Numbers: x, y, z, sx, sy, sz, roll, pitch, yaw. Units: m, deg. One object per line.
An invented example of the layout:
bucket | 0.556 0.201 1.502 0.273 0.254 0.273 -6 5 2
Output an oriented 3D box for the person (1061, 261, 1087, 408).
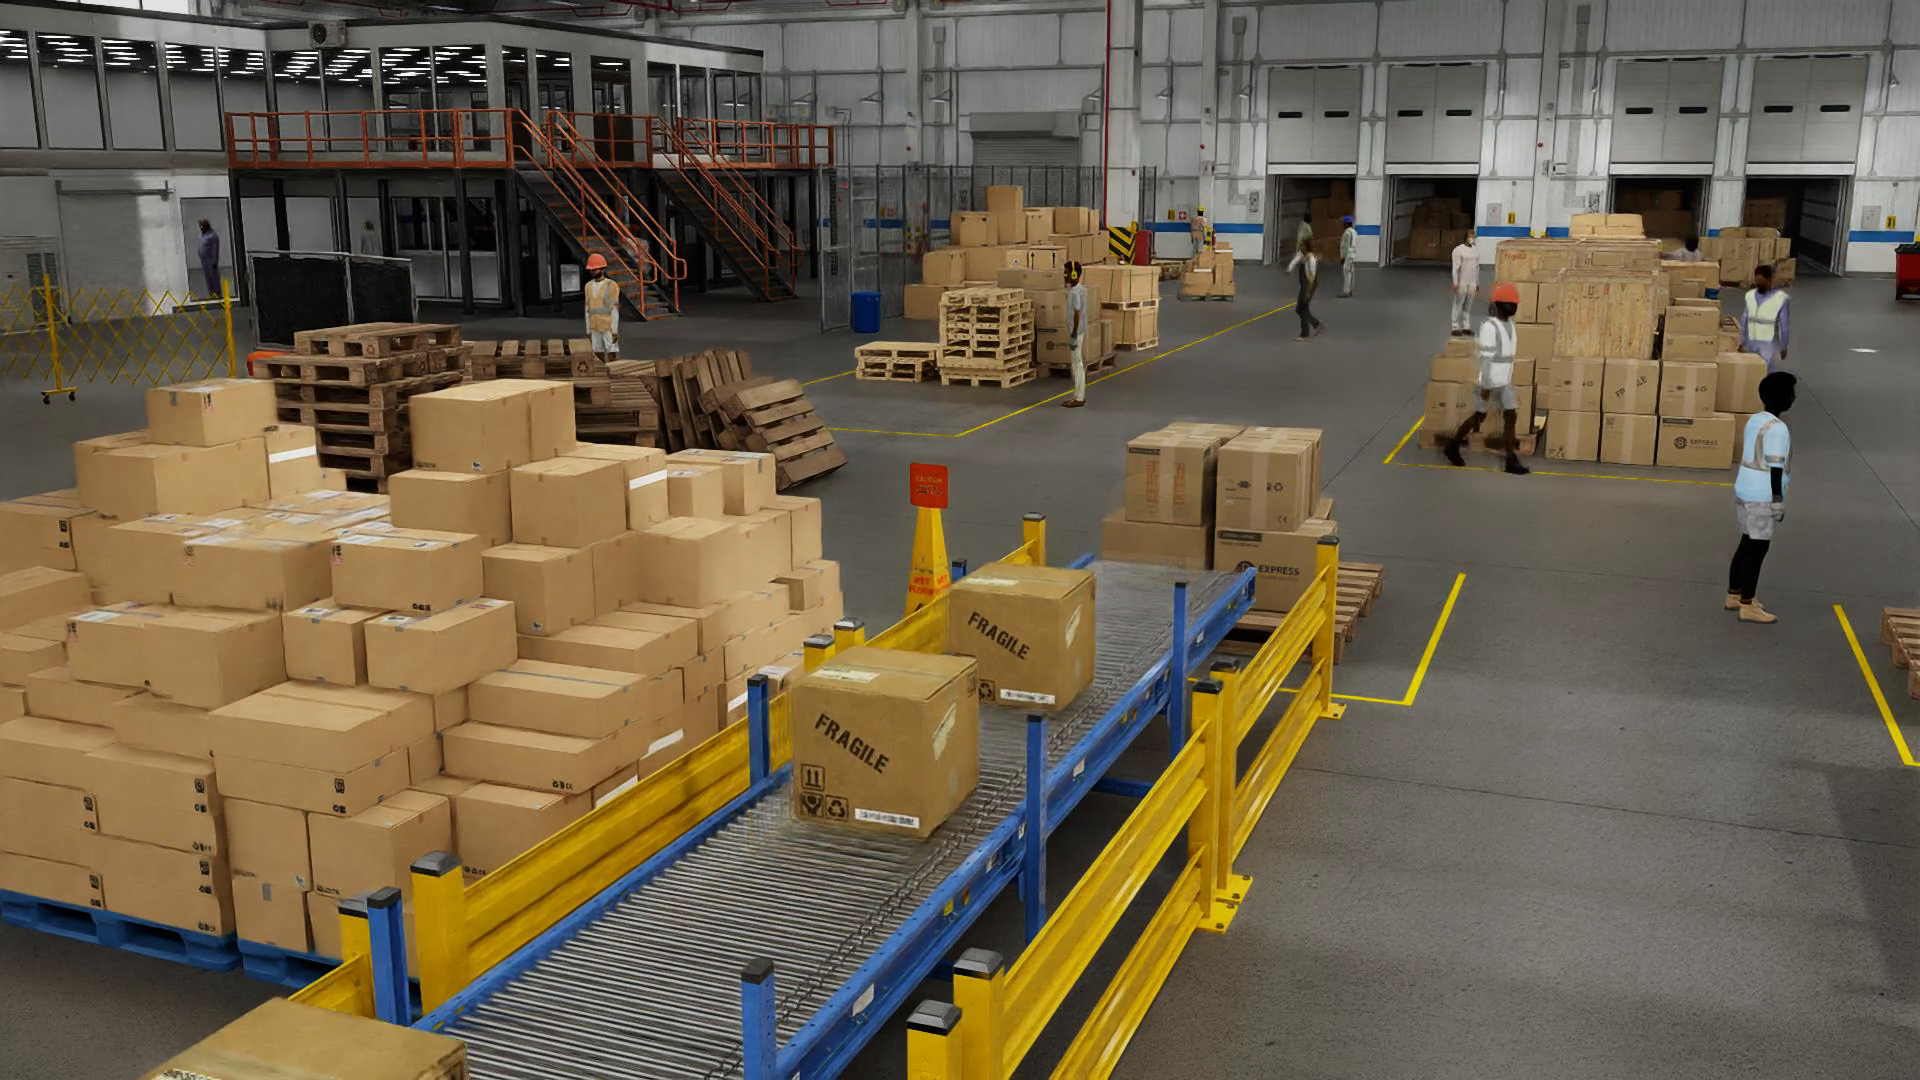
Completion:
person | 1.464 -2.620 21.252 0.319 1.861 0.506 2 13 7

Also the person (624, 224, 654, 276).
person | -6.795 -5.780 35.427 0.574 1.849 0.855 6 14 26

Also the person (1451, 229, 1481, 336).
person | 9.241 -4.695 30.378 0.630 1.940 0.372 -7 14 -29

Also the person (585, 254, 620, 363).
person | -4.715 -2.789 21.864 0.540 1.929 0.394 6 14 26

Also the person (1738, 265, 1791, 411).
person | 9.927 -2.437 20.405 0.692 1.876 0.599 -6 14 -24

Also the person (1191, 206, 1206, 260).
person | 7.312 -9.265 50.921 0.402 1.918 0.591 -11 17 -41

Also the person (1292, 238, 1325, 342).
person | 6.172 -4.409 29.356 0.495 1.832 0.519 -1 13 -3

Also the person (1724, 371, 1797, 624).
person | 5.399 -0.292 11.194 0.320 1.690 0.536 2 13 9

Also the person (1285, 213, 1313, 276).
person | 9.715 -8.390 47.261 0.867 1.814 0.637 6 14 26

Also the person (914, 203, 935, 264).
person | -1.014 -9.869 53.574 1.029 1.935 0.643 0 13 2

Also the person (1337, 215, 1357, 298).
person | 9.191 -6.721 39.438 0.389 1.949 0.604 8 15 31

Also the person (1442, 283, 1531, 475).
person | 5.333 -1.634 16.741 0.561 1.909 0.946 -10 16 -38

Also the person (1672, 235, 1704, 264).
person | 13.639 -4.774 31.055 0.654 1.789 0.945 -4 13 -17
